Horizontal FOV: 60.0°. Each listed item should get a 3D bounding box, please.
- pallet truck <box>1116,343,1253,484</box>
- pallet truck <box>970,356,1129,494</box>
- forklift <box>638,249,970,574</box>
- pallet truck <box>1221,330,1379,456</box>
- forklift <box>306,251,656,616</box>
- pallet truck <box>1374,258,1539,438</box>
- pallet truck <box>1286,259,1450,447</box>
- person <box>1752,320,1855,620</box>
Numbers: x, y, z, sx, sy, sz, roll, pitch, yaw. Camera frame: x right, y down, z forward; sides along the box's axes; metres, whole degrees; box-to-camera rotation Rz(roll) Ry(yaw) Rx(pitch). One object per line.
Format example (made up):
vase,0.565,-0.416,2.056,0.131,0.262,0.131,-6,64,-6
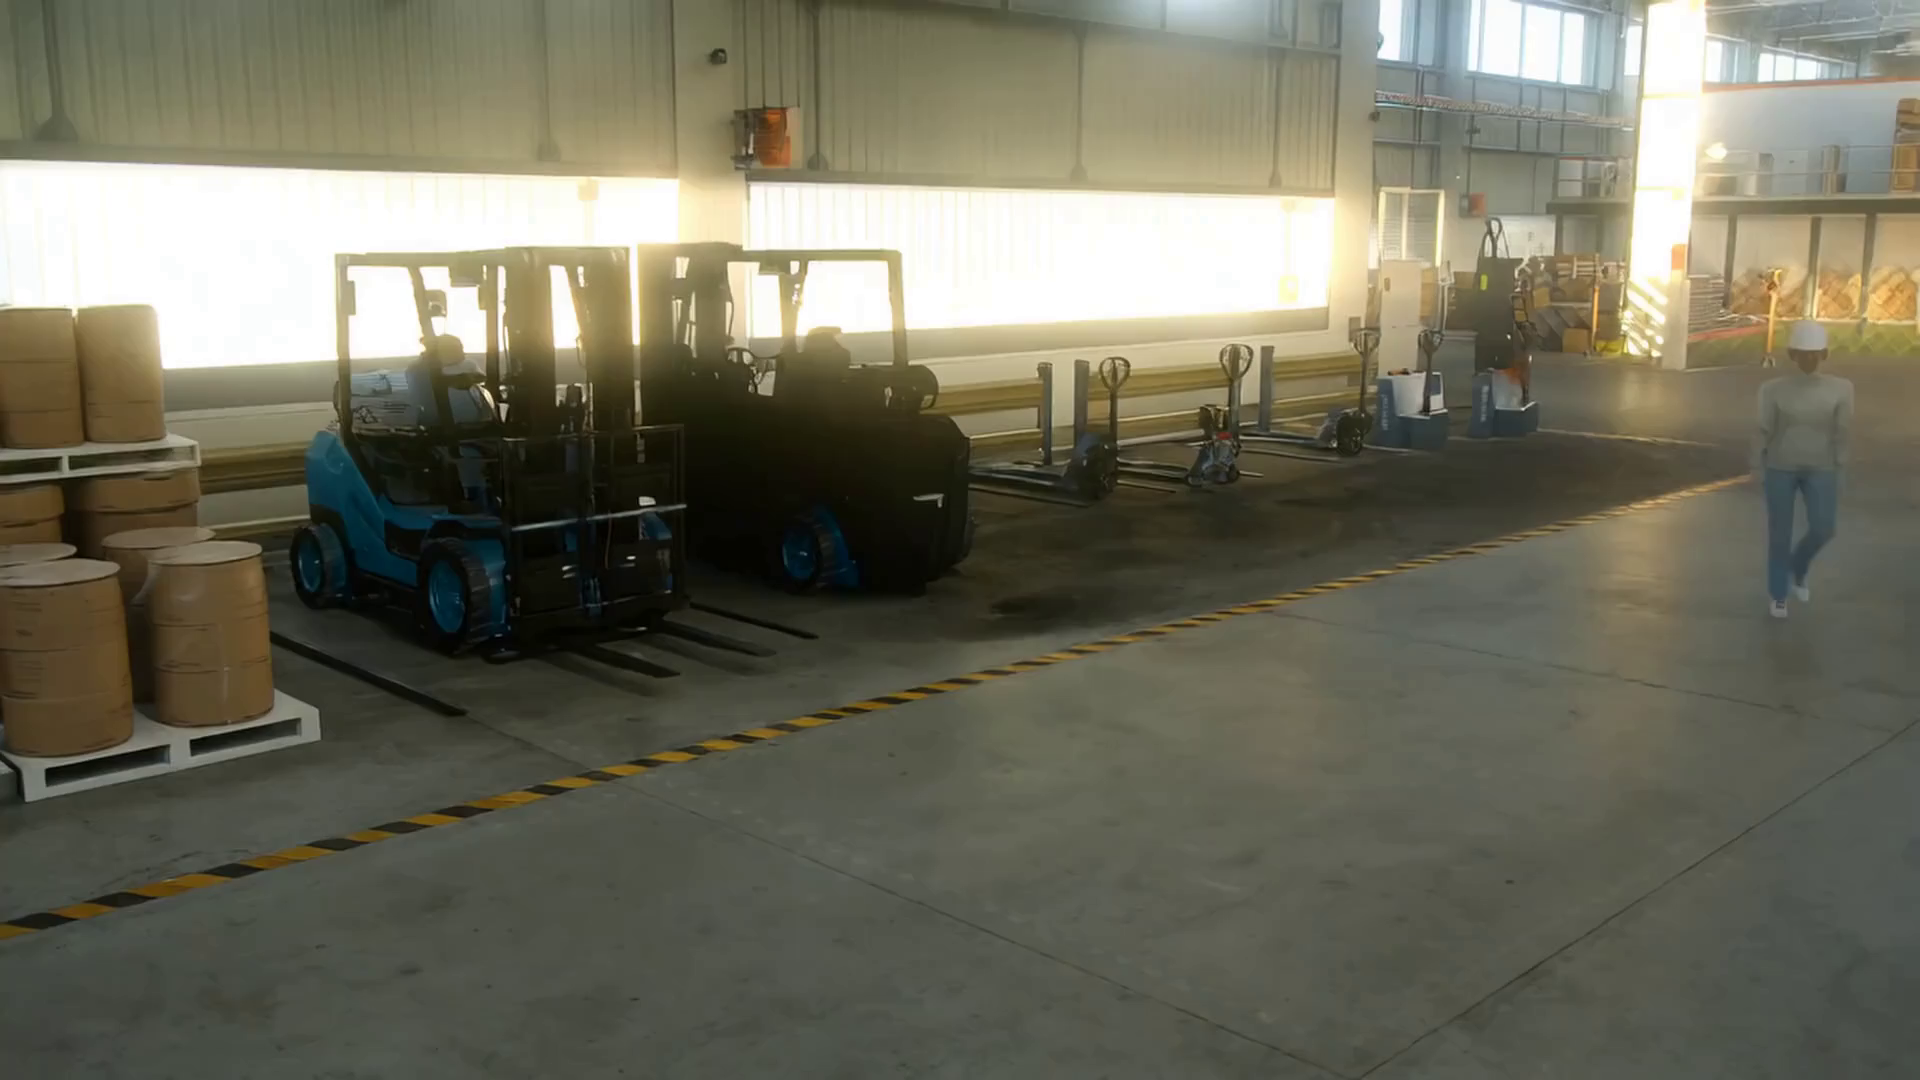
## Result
pallet truck,1.962,-1.215,15.415,1.522,1.261,0.704,10,14,43
pallet truck,0.784,-1.085,14.876,0.680,1.201,1.601,-10,14,-44
forklift,-1.173,-0.958,11.239,2.680,1.987,1.157,10,14,43
pallet truck,3.563,-1.581,17.381,0.653,1.274,1.630,-10,14,-44
forklift,-2.833,-0.669,9.694,1.157,1.987,2.680,-10,14,-44
pallet truck,5.704,-2.208,18.901,1.885,1.965,0.823,10,14,43
pallet truck,4.493,-2.078,18.196,0.823,1.965,1.885,-9,14,-40
person,4.923,-0.412,9.764,0.538,1.754,0.446,3,11,14
